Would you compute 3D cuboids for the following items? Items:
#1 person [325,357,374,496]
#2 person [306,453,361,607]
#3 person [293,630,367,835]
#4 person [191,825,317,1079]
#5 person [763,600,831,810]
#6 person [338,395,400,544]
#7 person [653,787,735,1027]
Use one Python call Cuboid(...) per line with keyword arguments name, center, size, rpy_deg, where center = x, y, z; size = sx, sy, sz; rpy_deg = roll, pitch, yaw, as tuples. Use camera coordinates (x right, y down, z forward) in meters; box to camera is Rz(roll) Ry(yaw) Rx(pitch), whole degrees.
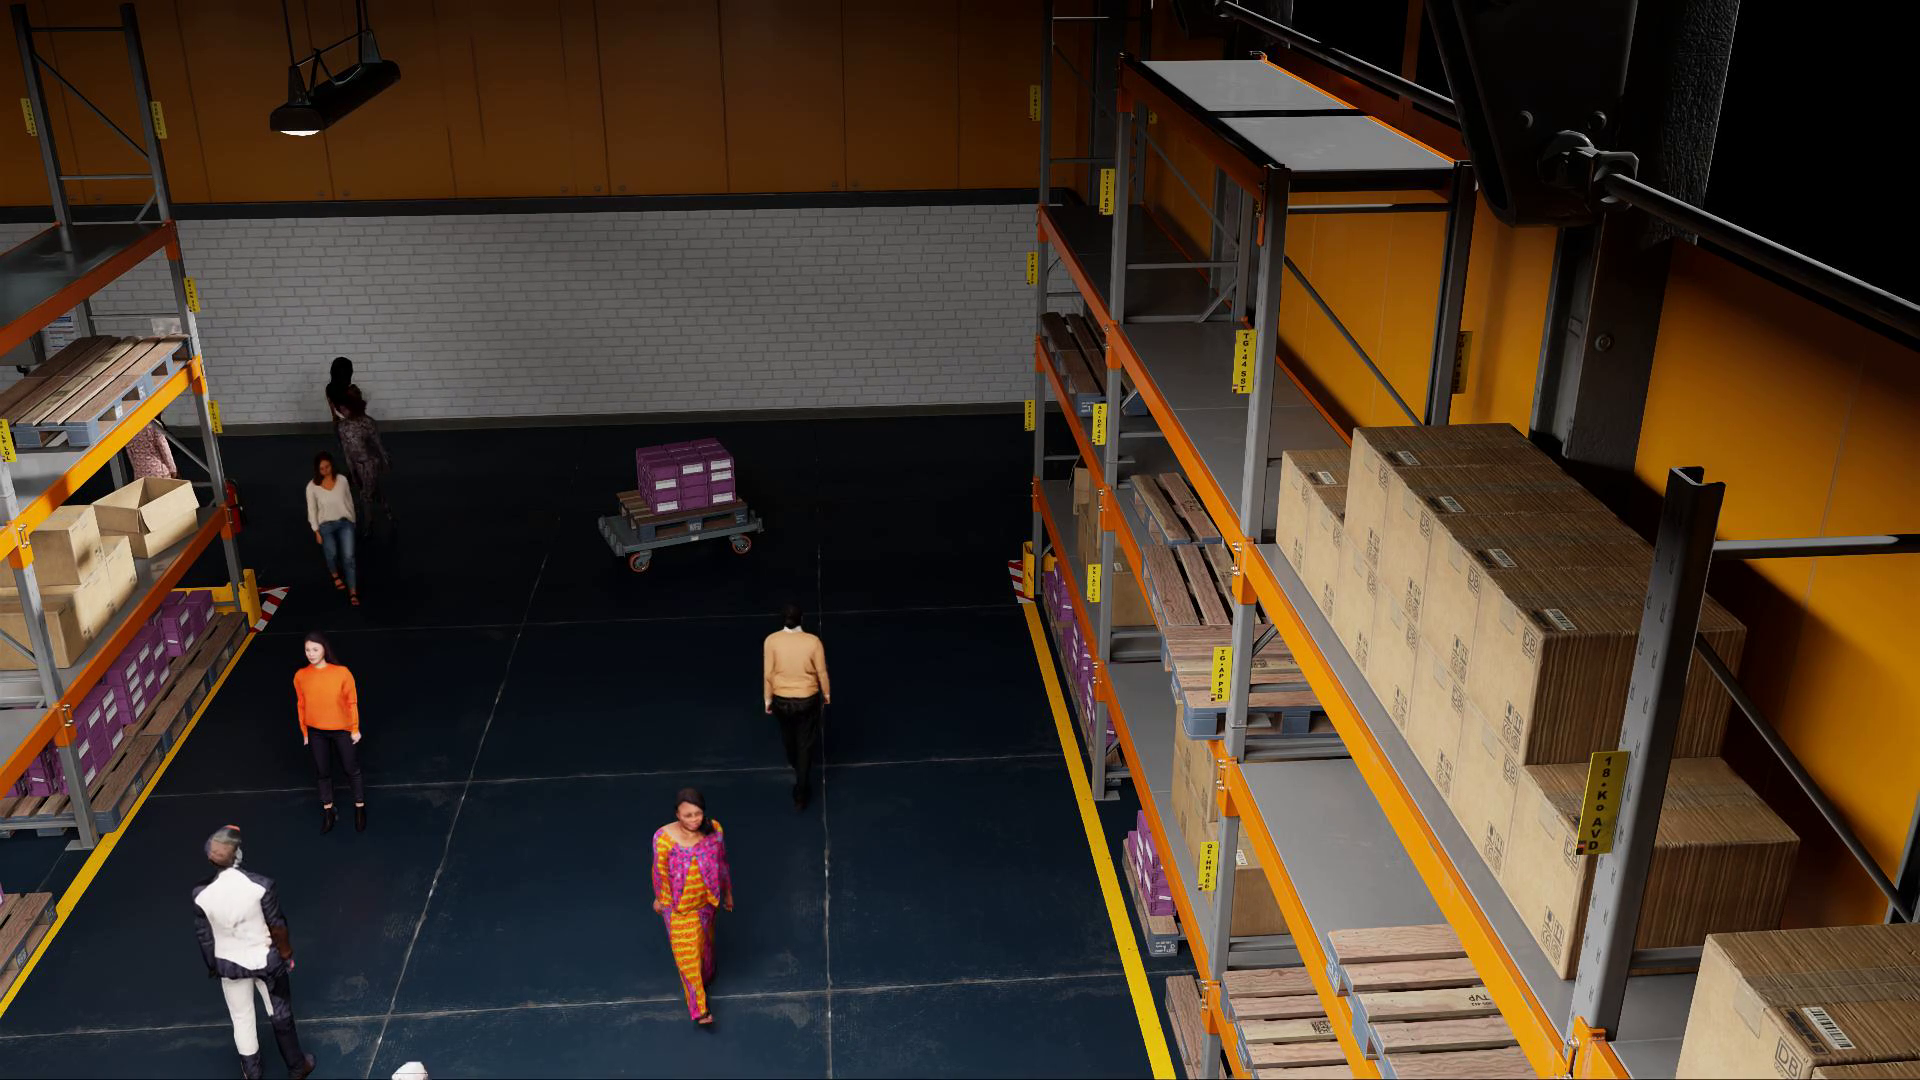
Cuboid(name="person", center=(-7.120, -1.221, 19.322), size=(0.948, 1.787, 1.120), rpy_deg=(10, 26, 22))
Cuboid(name="person", center=(-6.434, -0.155, 17.076), size=(0.946, 1.634, 1.200), rpy_deg=(-13, 27, -28))
Cuboid(name="person", center=(-4.964, 1.506, 13.133), size=(0.607, 1.748, 0.528), rpy_deg=(-2, 24, -5))
Cuboid(name="person", center=(-4.434, 2.632, 10.377), size=(0.694, 1.892, 0.613), rpy_deg=(-5, 24, -10))
Cuboid(name="person", center=(-1.341, 1.360, 13.521), size=(0.808, 1.705, 1.204), rpy_deg=(2, 24, 4))
Cuboid(name="person", center=(-6.570, -0.837, 18.593), size=(0.828, 1.668, 1.083), rpy_deg=(3, 24, 6))
Cuboid(name="person", center=(-1.831, 2.359, 11.273), size=(0.930, 1.676, 1.126), rpy_deg=(-13, 27, -27))
